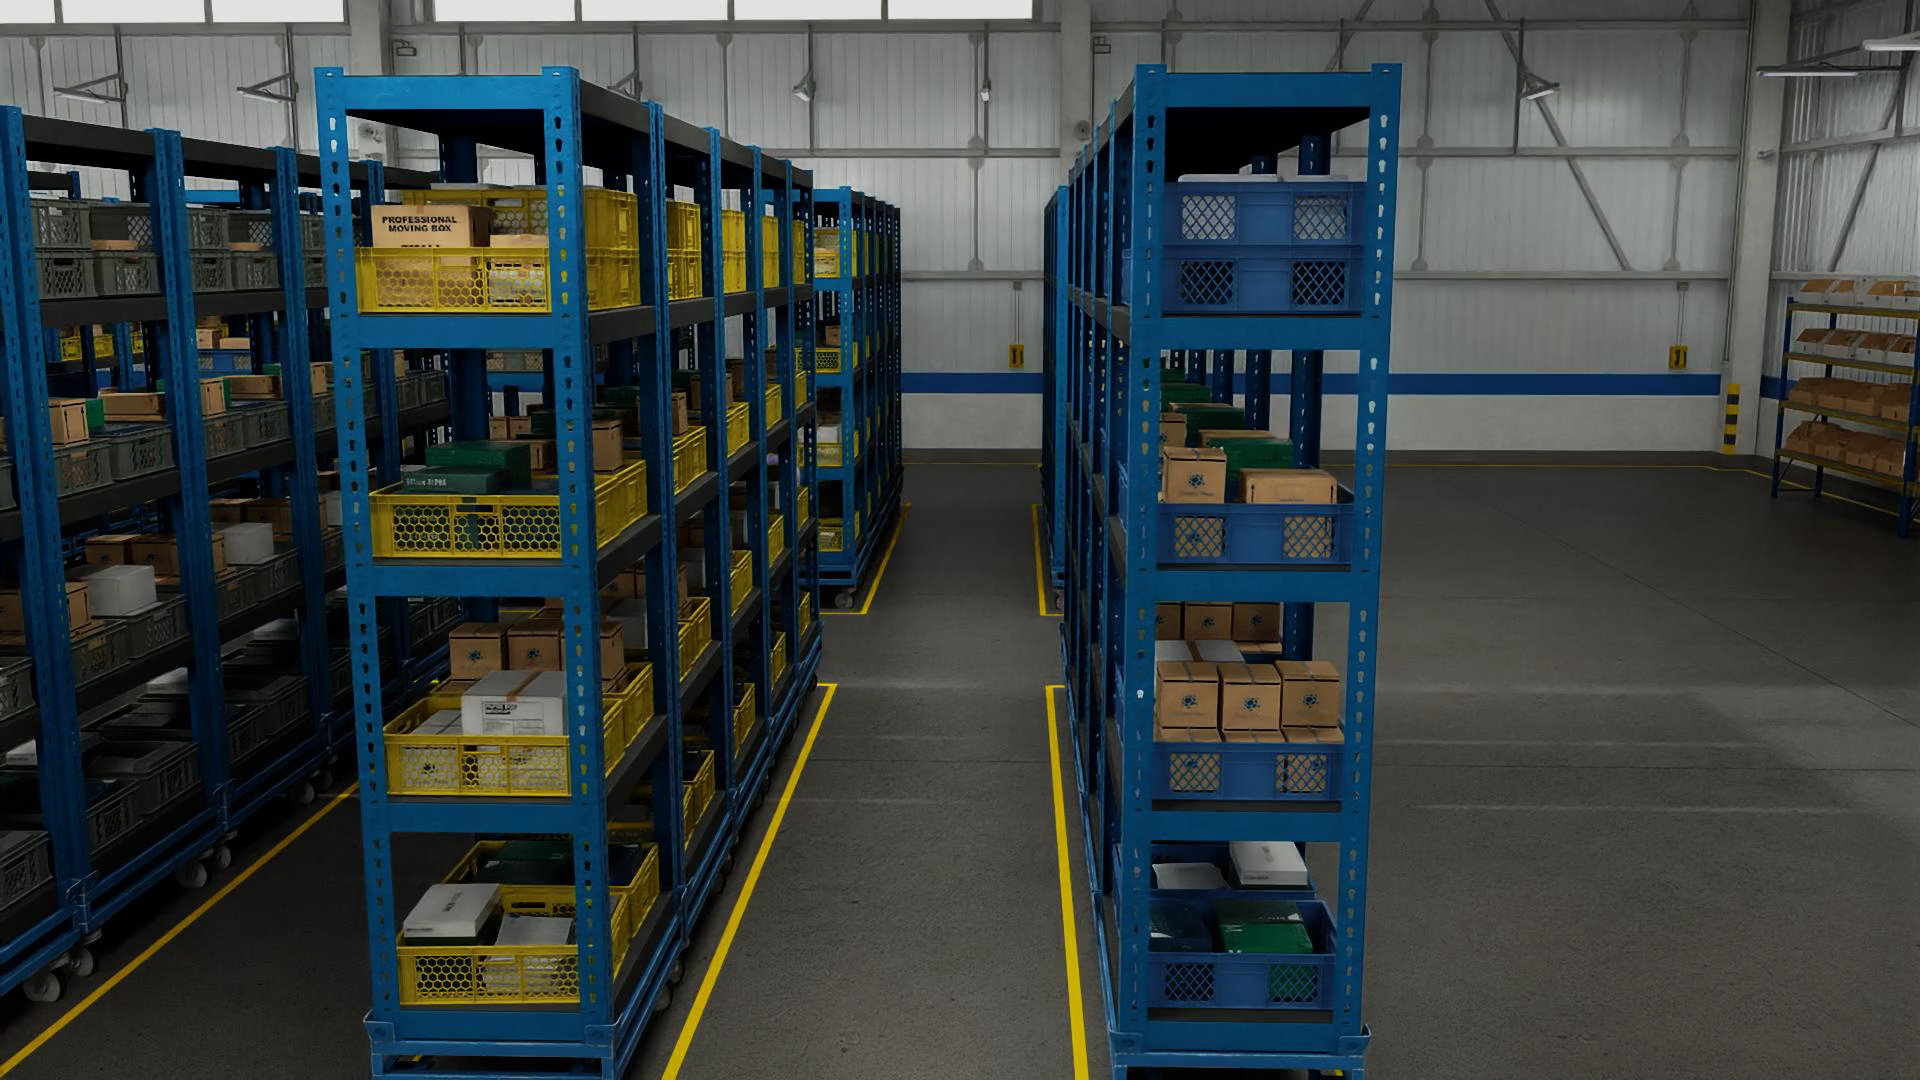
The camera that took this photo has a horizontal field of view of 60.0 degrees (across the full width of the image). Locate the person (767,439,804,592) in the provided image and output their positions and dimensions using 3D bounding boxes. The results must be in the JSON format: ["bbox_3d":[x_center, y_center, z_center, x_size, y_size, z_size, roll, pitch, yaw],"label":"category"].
[{"bbox_3d":[-1.407,0.007,12.421,0.564,1.841,0.395,8,12,38],"label":"person"}]
